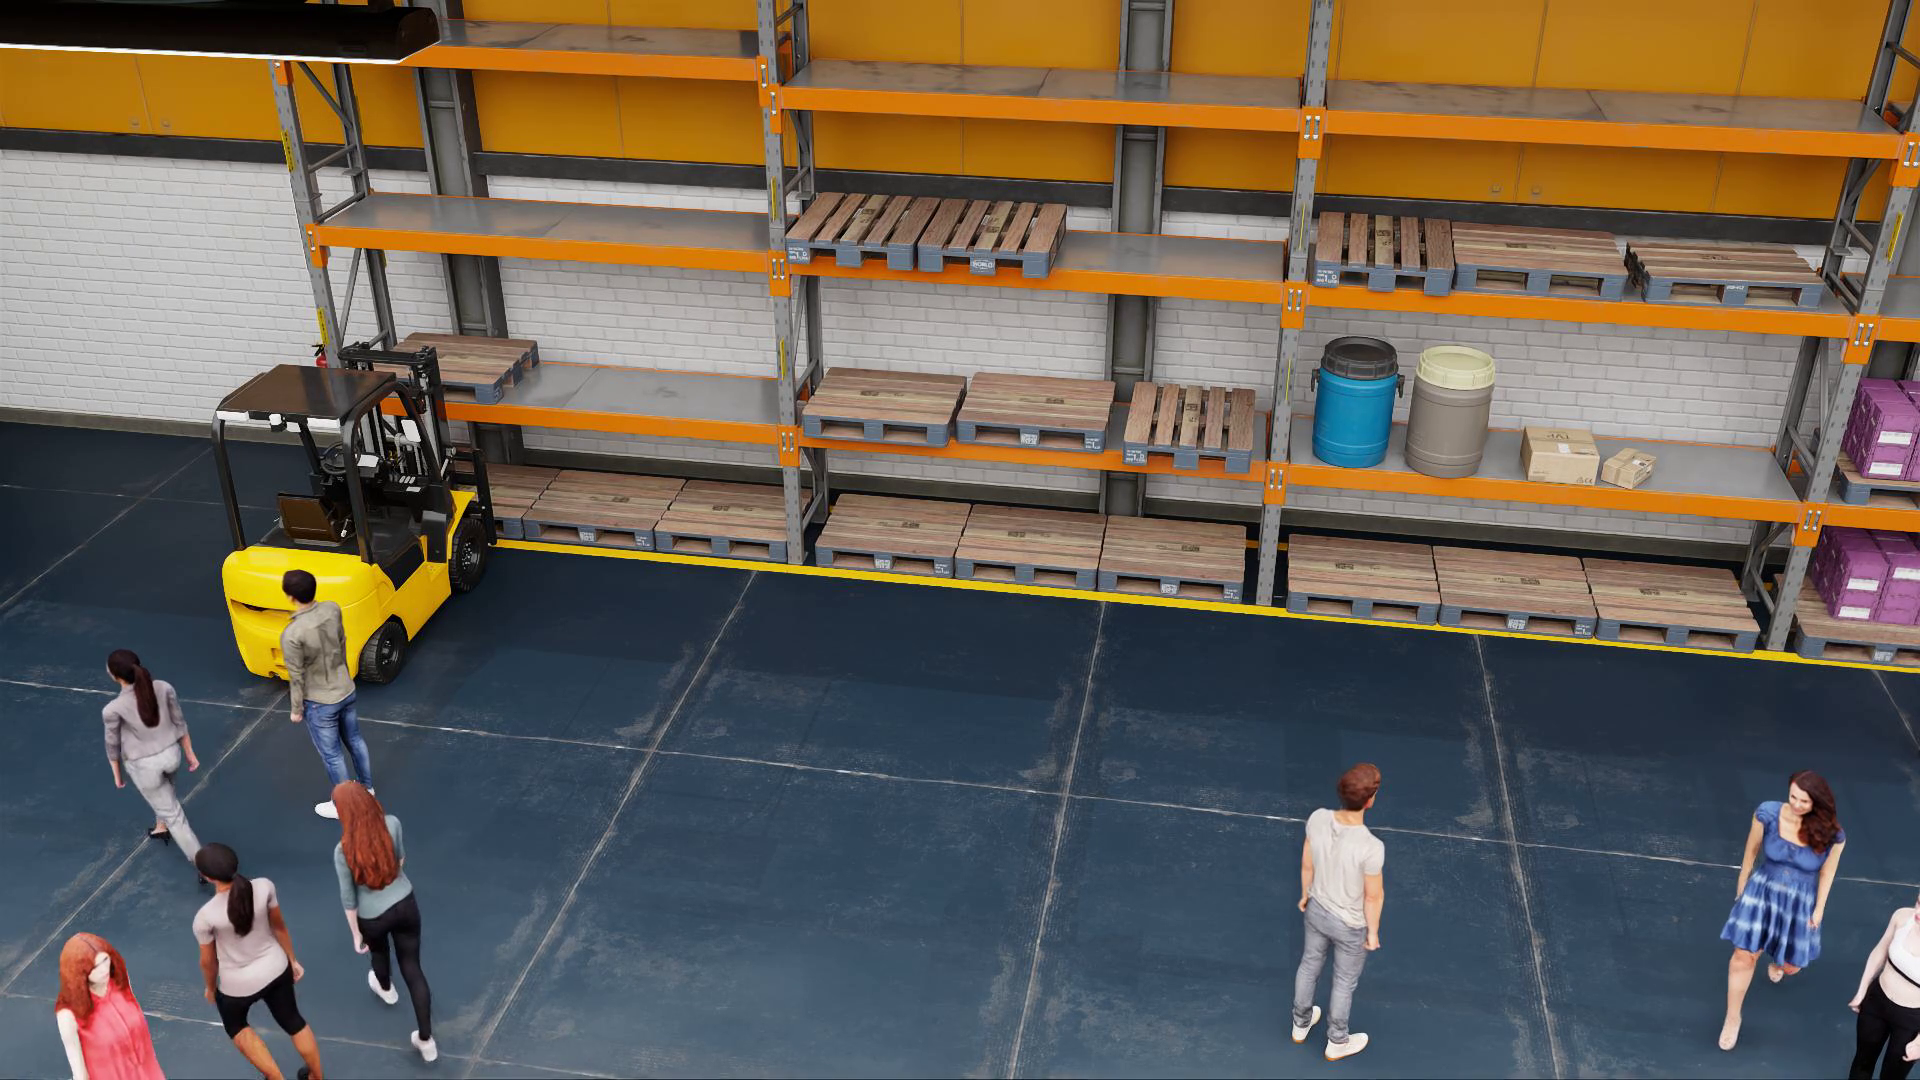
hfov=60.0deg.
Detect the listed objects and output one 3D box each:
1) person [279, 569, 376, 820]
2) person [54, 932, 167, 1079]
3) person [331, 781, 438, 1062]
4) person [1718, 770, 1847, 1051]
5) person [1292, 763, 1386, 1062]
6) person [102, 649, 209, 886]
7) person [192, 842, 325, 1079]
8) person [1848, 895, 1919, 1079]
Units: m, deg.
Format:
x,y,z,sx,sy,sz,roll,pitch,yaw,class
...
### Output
x,y,z,sx,sy,sz,roll,pitch,yaw,class
-4.164,1.013,10.956,0.663,1.868,0.749,11,31,20,person
-4.128,2.633,8.058,1.143,1.800,0.780,11,31,20,person
-3.100,2.108,9.127,1.007,1.698,1.117,-22,36,-35,person
4.545,2.016,9.204,1.000,1.786,0.953,18,34,30,person
2.060,2.031,9.068,0.802,1.889,0.701,-25,37,-38,person
-4.967,1.473,10.371,1.202,1.622,0.927,19,34,31,person
-3.650,2.338,8.677,0.798,1.725,0.758,24,37,37,person
4.800,2.428,8.497,0.666,1.740,0.664,-8,30,-14,person
